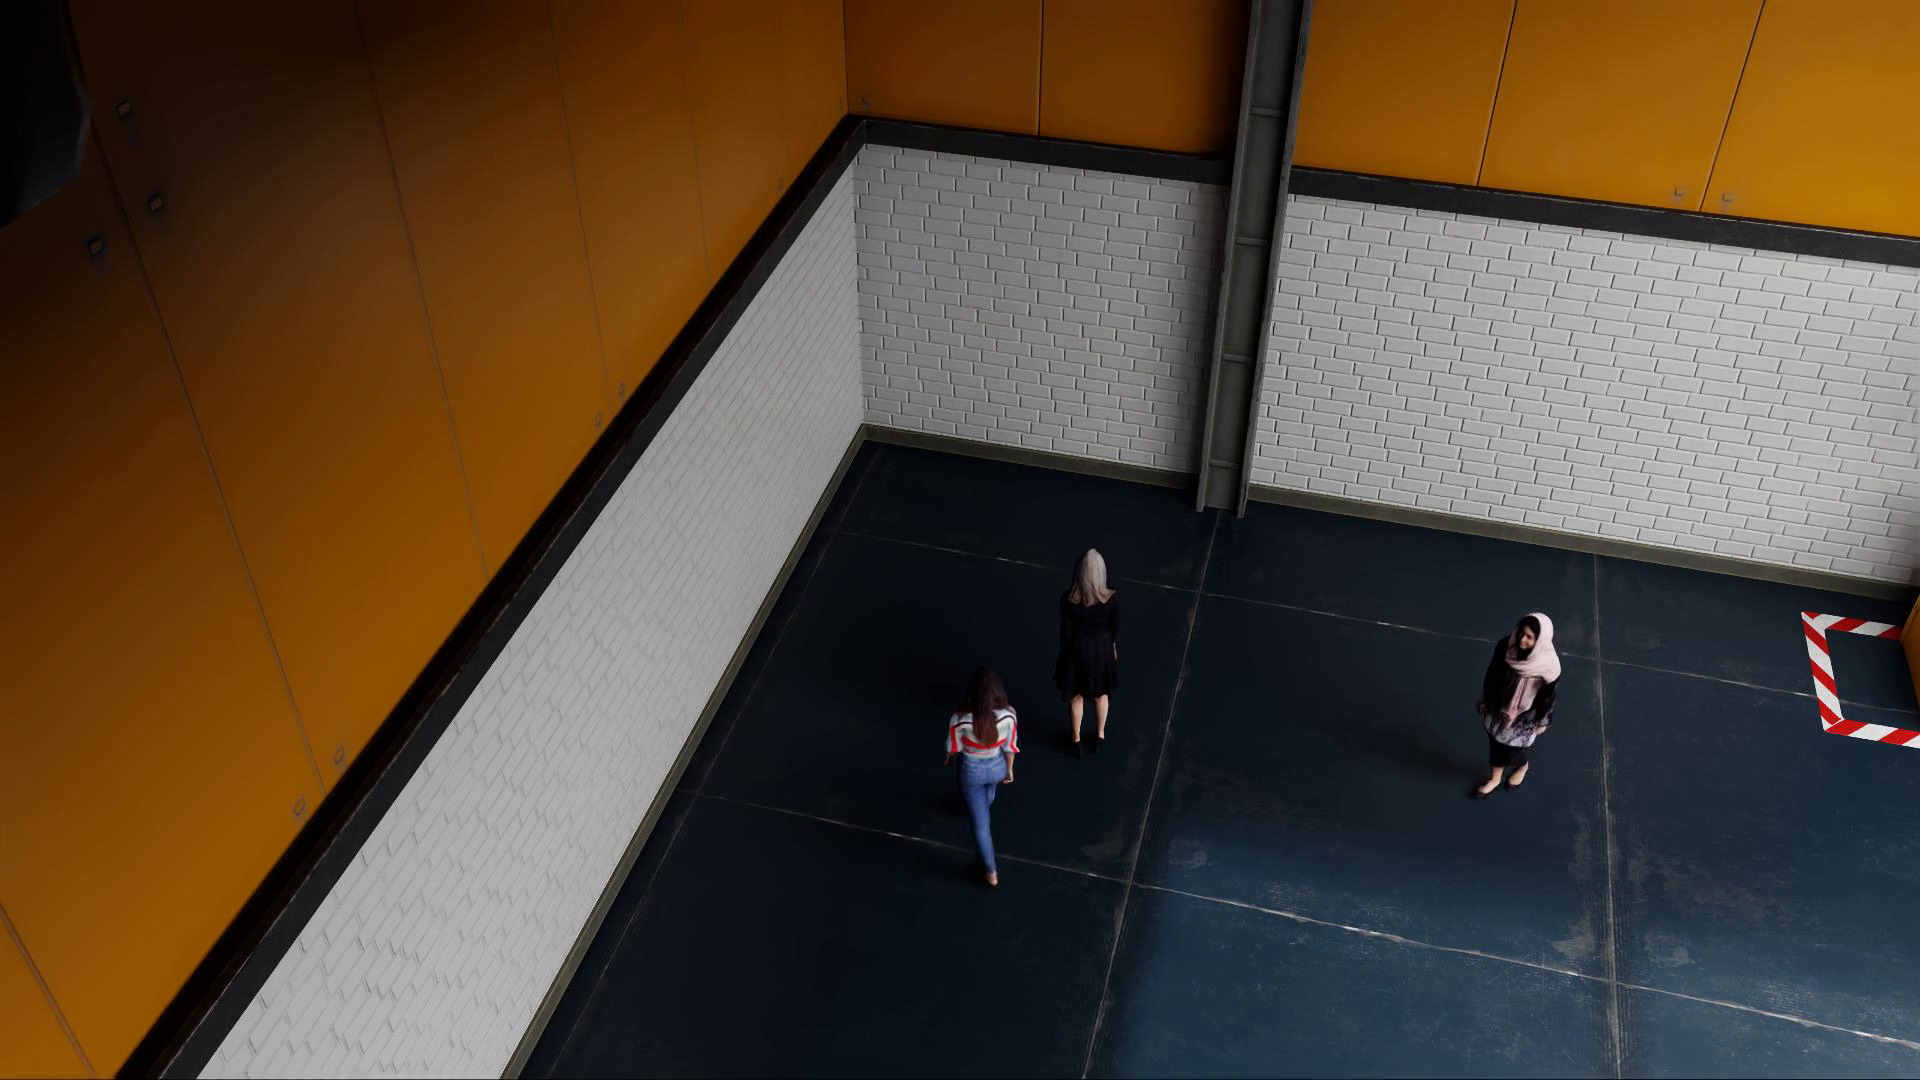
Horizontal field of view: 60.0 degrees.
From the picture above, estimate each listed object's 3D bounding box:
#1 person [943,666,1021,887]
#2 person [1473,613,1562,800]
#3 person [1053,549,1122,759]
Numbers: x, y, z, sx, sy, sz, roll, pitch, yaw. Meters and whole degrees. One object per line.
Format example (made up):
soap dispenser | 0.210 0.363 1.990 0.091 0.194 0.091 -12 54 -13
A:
person | 0.159 1.503 10.395 1.061 1.570 0.996 -10 40 -13
person | 3.689 1.066 10.898 0.866 1.625 0.807 -24 44 -27
person | 0.859 0.771 11.171 0.623 1.747 0.738 -5 39 -6
